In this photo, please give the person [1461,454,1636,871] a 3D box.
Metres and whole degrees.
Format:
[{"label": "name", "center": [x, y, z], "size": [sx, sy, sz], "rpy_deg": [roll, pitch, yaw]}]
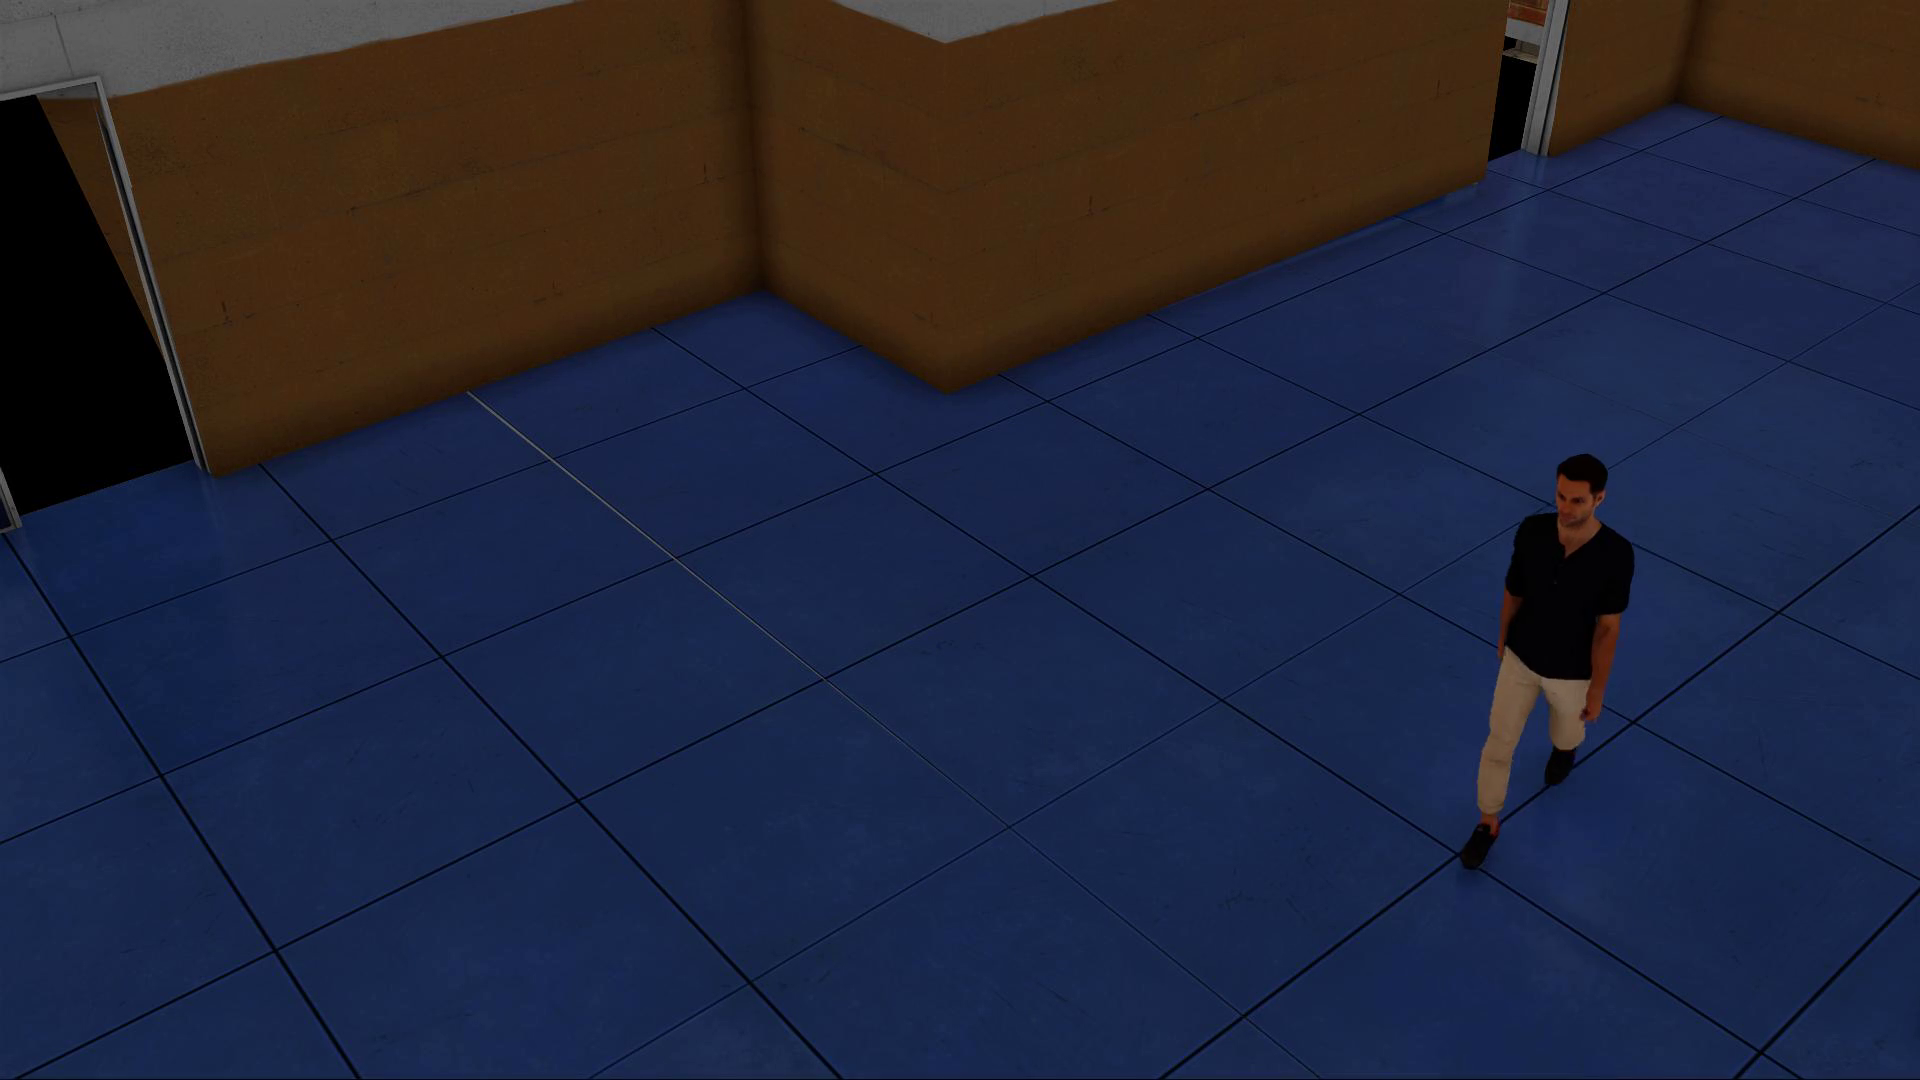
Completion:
[{"label": "person", "center": [2.381, 0.440, 6.603], "size": [1.124, 1.824, 0.931], "rpy_deg": [19, 38, 26]}]
